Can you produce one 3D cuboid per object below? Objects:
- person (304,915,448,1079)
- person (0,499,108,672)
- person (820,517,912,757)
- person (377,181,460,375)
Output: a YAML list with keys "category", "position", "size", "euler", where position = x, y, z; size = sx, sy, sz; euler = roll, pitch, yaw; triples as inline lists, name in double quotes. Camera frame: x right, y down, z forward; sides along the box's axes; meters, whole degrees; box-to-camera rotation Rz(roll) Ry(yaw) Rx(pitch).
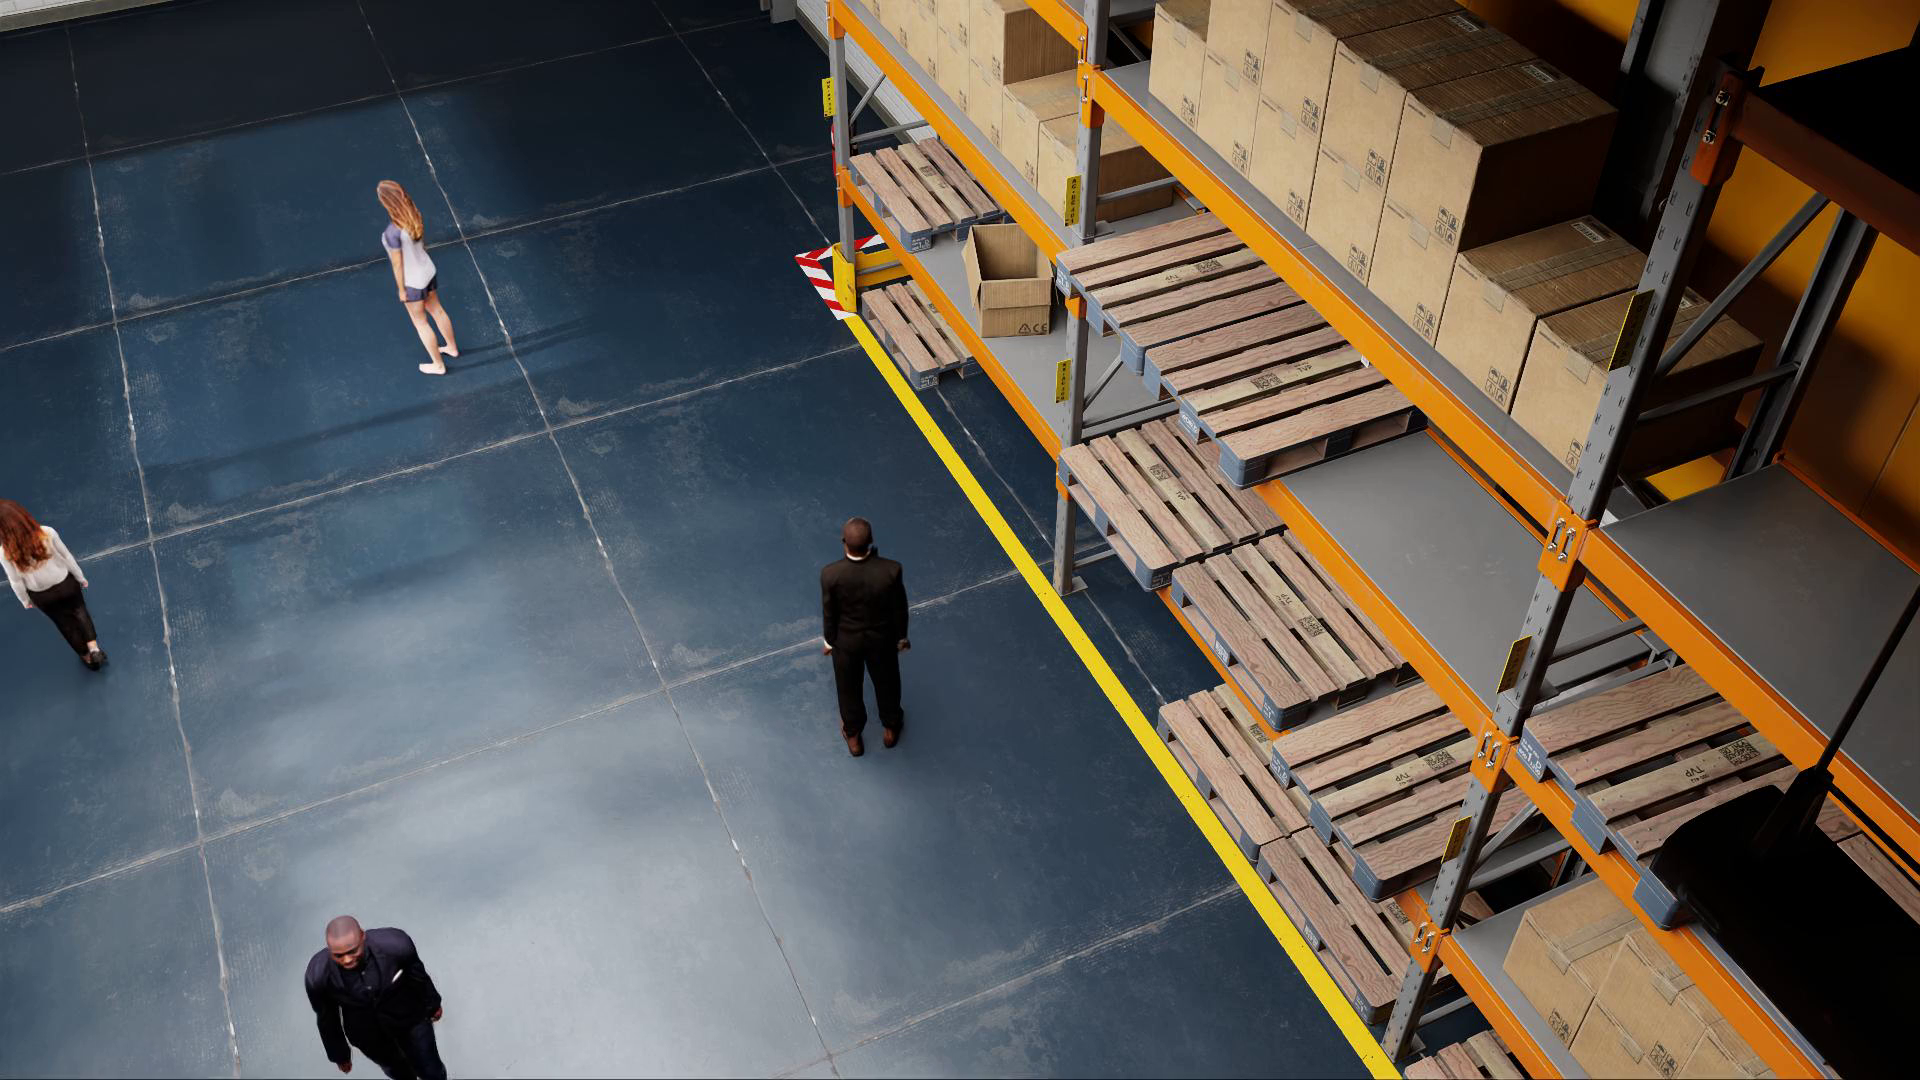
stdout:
- category: "person"
  position: [-2.925, 2.383, 8.483]
  size: [0.743, 1.806, 0.661]
  euler: [-15, 46, -15]
- category: "person"
  position: [-5.894, 0.354, 10.854]
  size: [0.624, 1.474, 0.635]
  euler: [-30, 51, -28]
- category: "person"
  position: [-0.590, 0.597, 10.288]
  size: [0.775, 1.903, 0.726]
  euler: [-5, 44, -5]
- category: "person"
  position: [-4.311, -2.093, 13.241]
  size: [0.746, 1.724, 0.672]
  euler: [11, 45, 11]
